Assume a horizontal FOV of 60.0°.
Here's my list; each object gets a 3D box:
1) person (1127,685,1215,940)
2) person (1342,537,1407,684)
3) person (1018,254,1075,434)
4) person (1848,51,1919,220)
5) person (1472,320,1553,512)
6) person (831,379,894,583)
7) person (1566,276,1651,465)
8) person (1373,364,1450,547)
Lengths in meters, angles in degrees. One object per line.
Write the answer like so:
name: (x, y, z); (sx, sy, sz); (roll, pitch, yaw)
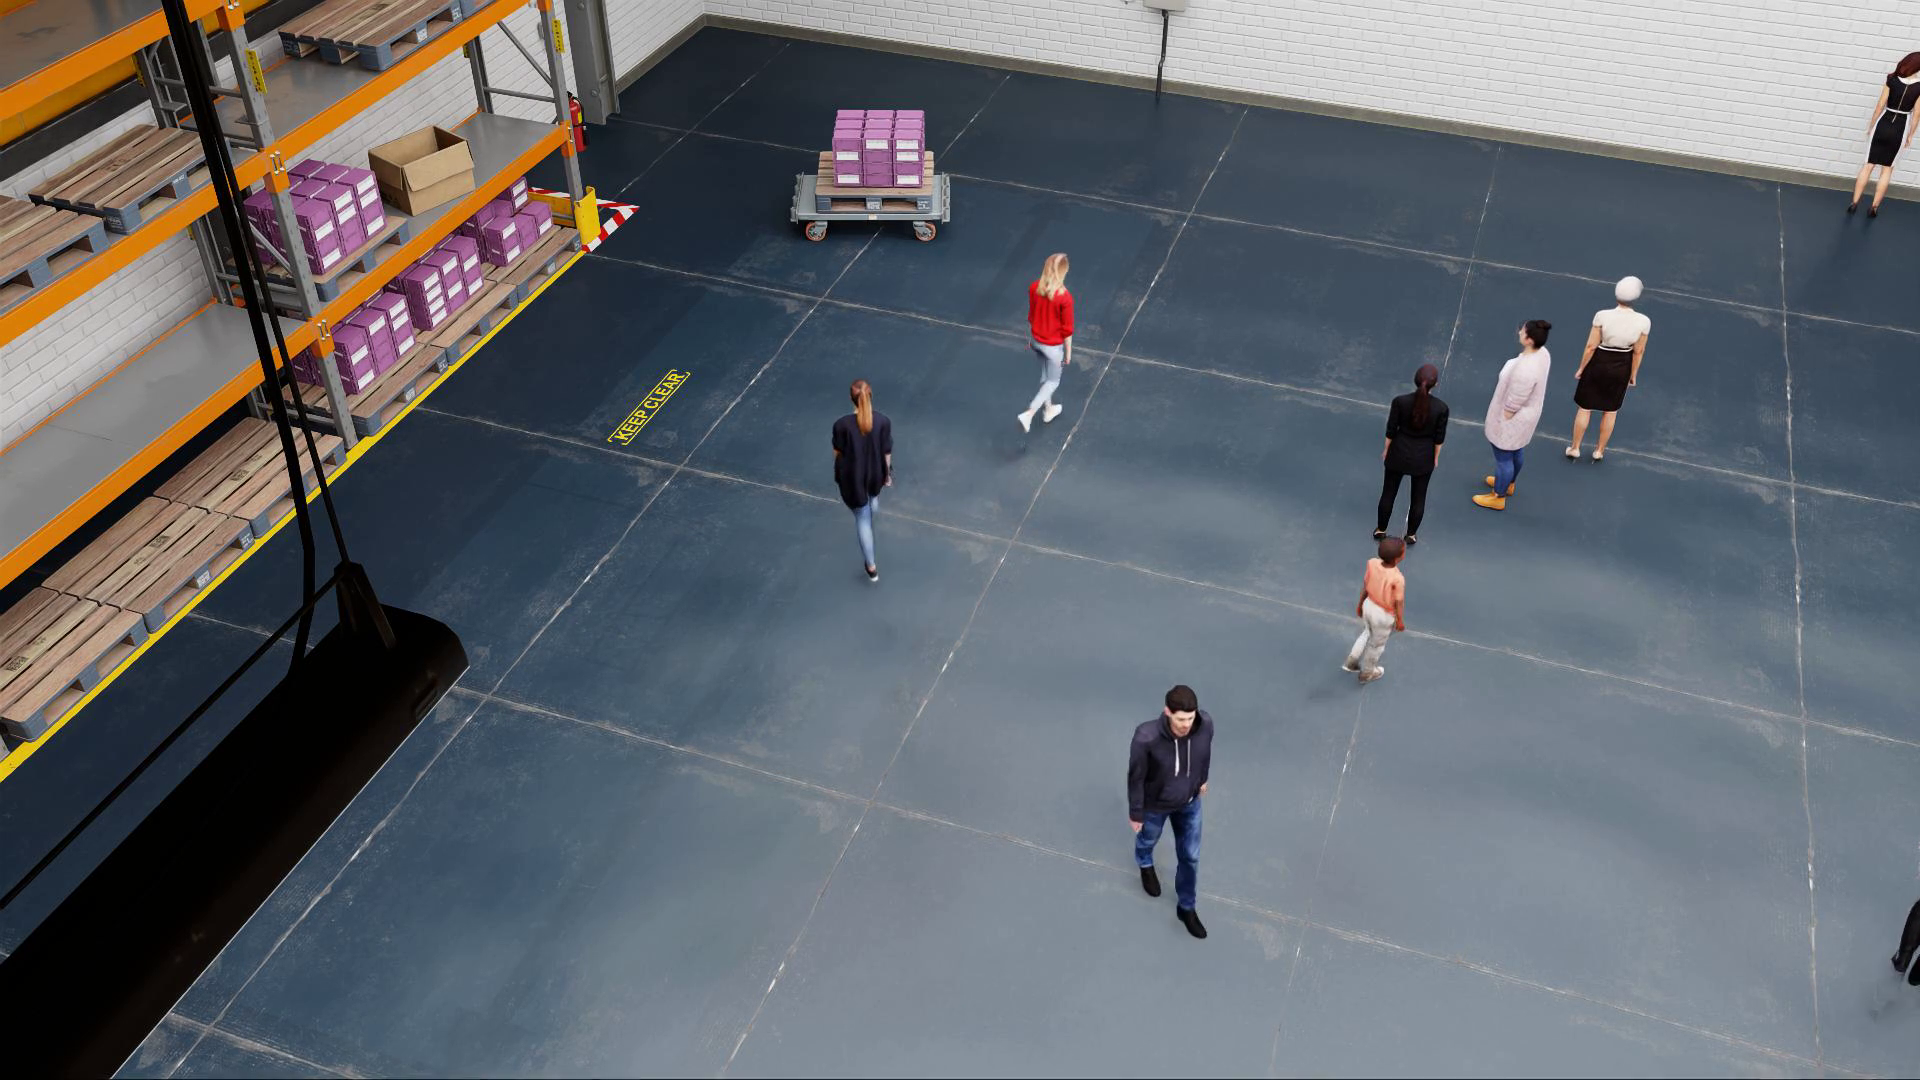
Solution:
person: (1.237, 1.489, 10.110); (1.005, 1.861, 1.110); (-9, 39, -11)
person: (2.927, 0.523, 11.768); (0.678, 1.303, 0.617); (-19, 42, -22)
person: (0.712, -1.629, 14.156); (0.819, 1.684, 1.023); (26, 45, 29)
person: (9.659, -4.205, 17.293); (0.639, 1.795, 0.592); (24, 45, 27)
person: (4.477, -1.030, 13.359); (0.817, 1.743, 0.661); (24, 45, 27)
person: (-0.727, -0.426, 12.690); (0.986, 1.633, 1.188); (-7, 39, -9)
person: (5.367, -1.388, 13.798); (0.665, 1.754, 0.553); (9, 39, 11)
person: (3.501, -0.637, 12.931); (0.598, 1.662, 0.551); (11, 40, 13)
